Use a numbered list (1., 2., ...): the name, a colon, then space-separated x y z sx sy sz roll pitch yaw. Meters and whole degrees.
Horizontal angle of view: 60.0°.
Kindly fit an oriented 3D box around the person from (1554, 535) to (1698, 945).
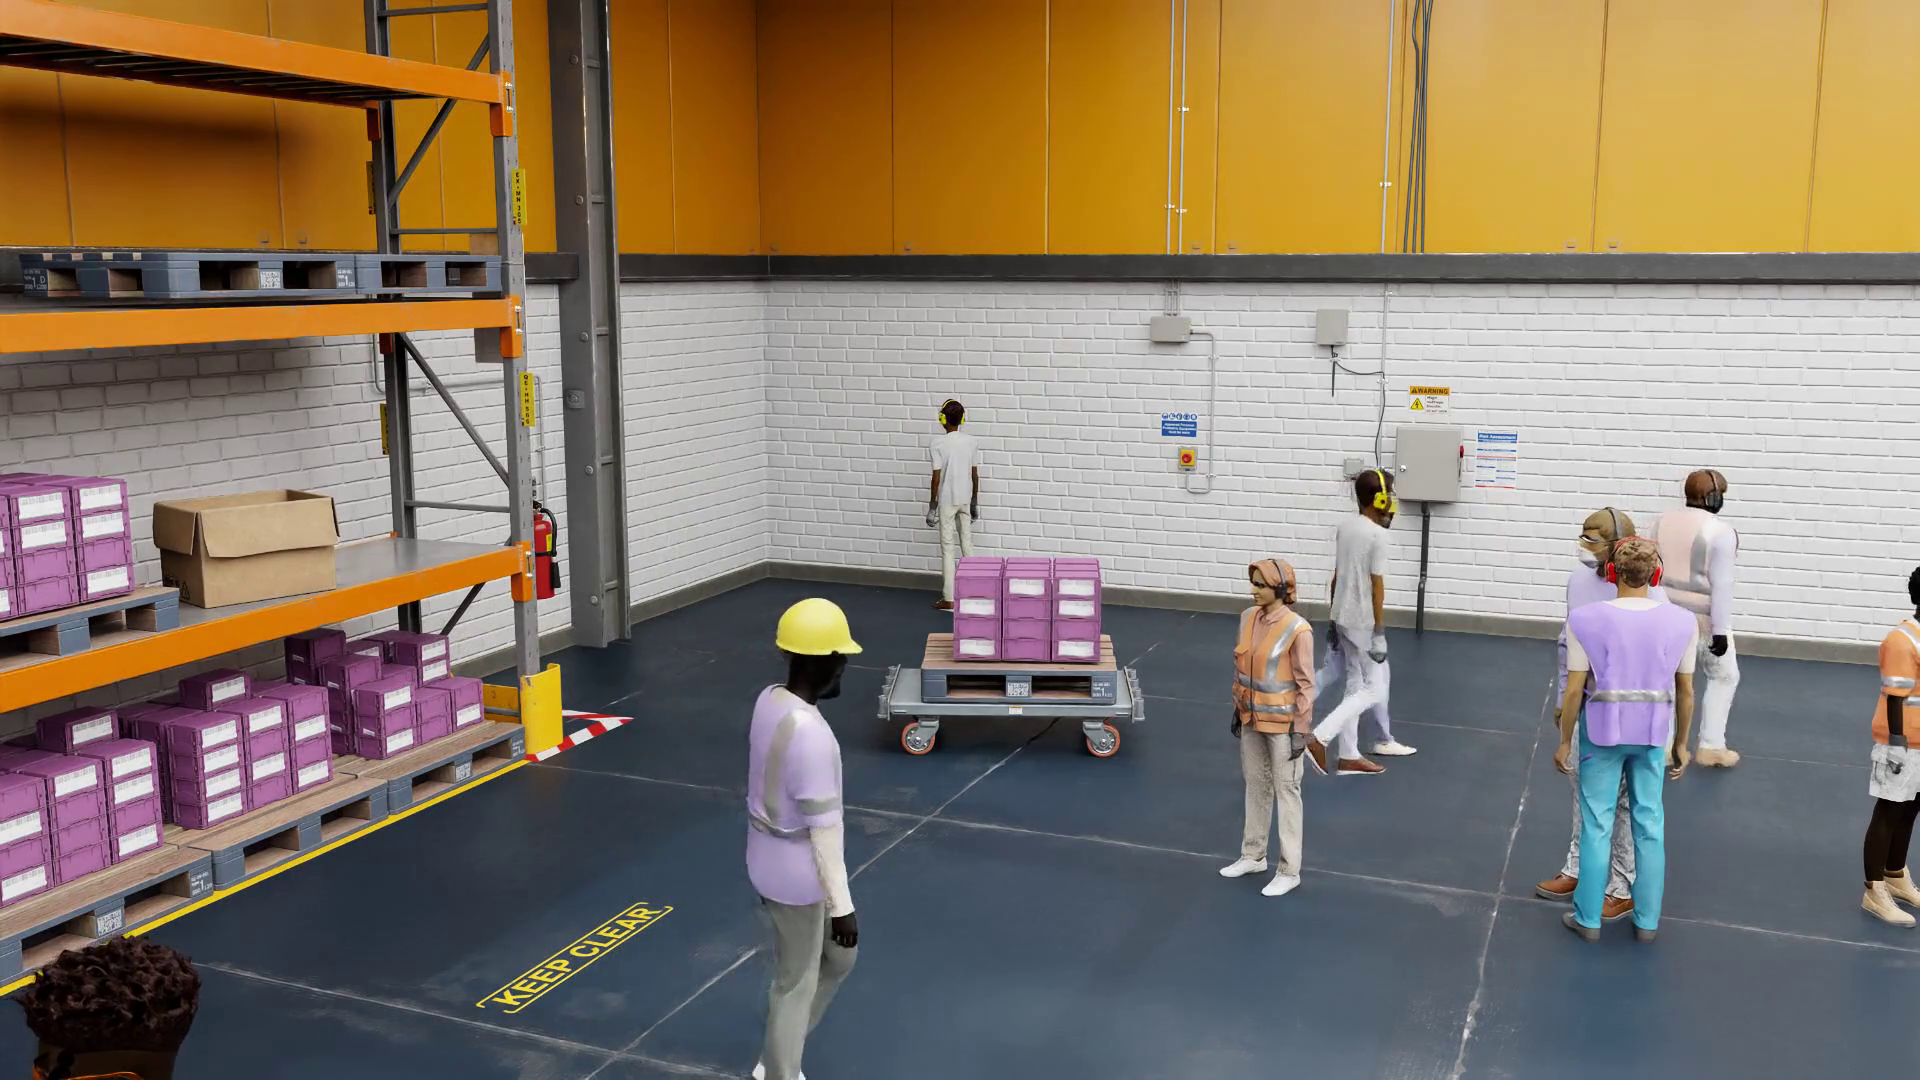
1. person: 2.961 0.900 7.415 0.575 1.843 0.375 1 9 5

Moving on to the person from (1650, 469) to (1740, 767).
1. person: 4.495 0.477 10.041 0.660 1.821 0.661 -4 10 -21

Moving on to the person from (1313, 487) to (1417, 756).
1. person: 2.375 0.498 10.209 0.861 1.724 0.546 -2 9 -9

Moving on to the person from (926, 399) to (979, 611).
1. person: -0.068 -0.304 14.641 0.513 1.872 0.331 -6 11 -31

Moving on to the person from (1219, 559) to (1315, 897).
1. person: 1.504 0.896 8.068 0.307 1.639 0.525 -5 11 -29

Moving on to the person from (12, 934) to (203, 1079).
1. person: -1.312 1.603 2.797 0.369 1.965 0.609 -4 10 -25

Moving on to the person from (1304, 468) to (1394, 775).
1. person: 2.280 0.507 9.764 0.542 1.856 0.555 -2 10 -14

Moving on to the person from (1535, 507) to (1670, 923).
1. person: 3.005 0.802 7.738 0.353 1.936 0.633 -3 10 -18

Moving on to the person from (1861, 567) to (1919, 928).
1. person: 4.427 0.928 7.716 0.531 1.692 0.320 -7 12 -38

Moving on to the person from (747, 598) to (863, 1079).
1. person: -0.535 1.144 5.741 0.440 1.911 0.589 -2 10 -14
